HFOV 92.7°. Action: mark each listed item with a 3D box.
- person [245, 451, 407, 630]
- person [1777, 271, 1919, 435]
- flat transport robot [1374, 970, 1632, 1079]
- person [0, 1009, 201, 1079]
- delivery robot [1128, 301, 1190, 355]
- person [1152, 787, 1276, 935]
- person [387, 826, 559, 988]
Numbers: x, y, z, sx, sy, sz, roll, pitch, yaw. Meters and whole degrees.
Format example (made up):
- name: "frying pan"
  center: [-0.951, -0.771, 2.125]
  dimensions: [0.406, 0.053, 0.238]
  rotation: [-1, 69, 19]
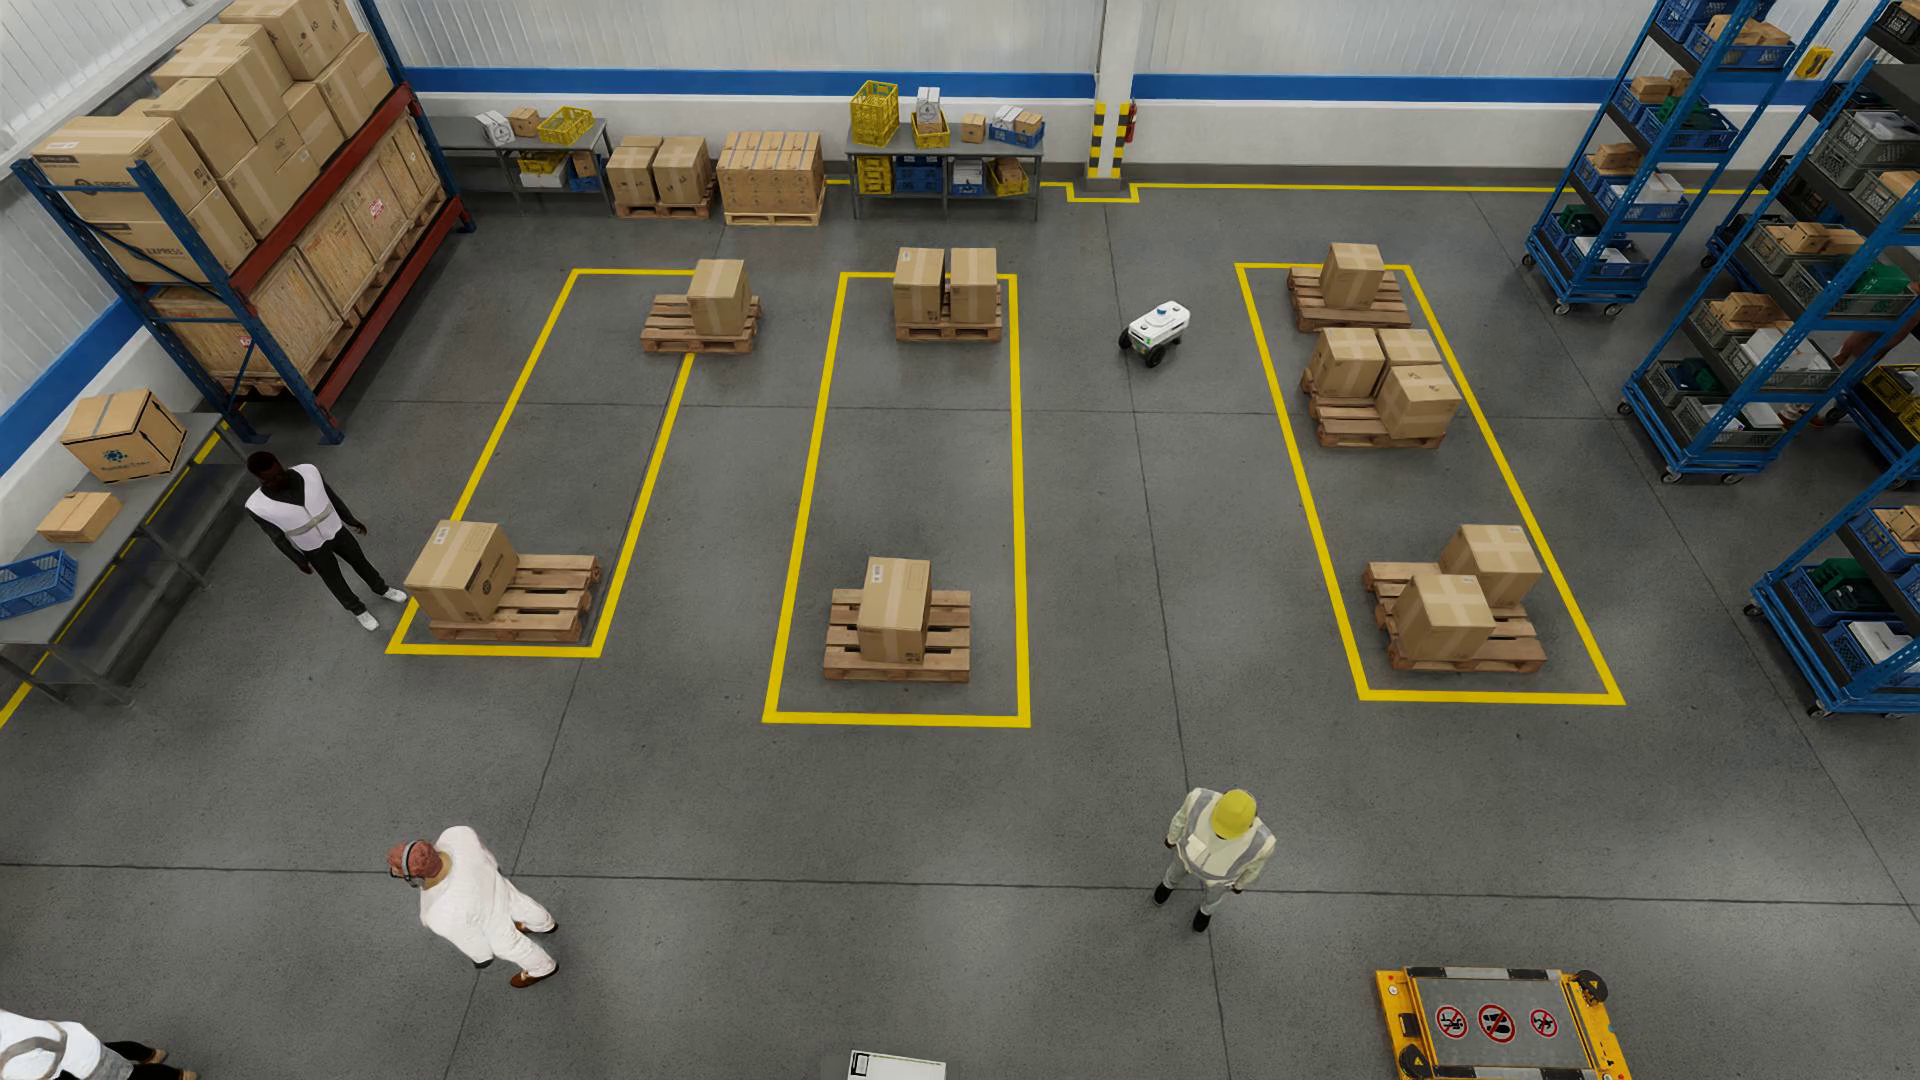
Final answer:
- name: "person"
  center: [-5.169, -0.022, 7.431]
  dimensions: [0.390, 1.920, 0.587]
  rotation: [22, 54, 17]
- name: "person"
  center: [8.795, -1.864, 8.884]
  dimensions: [0.622, 1.993, 0.381]
  rotation: [-13, 52, -10]
- name: "flat transport robot"
  center: [3.501, 3.133, 5.914]
  dimensions: [1.431, 0.197, 0.652]
  rotation: [1, 51, 1]
- name: "person"
  center: [-5.056, 2.930, 5.171]
  dimensions: [0.534, 1.689, 0.321]
  rotation: [22, 54, 17]
- name: "delivery robot"
  center: [2.209, -2.380, 10.168]
  dimensions: [0.707, 0.478, 0.477]
  rotation: [-32, 58, -23]
- name: "person"
  center: [1.576, 2.019, 5.827]
  dimensions: [0.590, 1.823, 0.403]
  rotation: [32, 58, 23]
- name: "person"
  center: [-2.932, 2.257, 5.581]
  dimensions: [0.402, 1.904, 0.652]
  rotation: [-11, 52, -8]
